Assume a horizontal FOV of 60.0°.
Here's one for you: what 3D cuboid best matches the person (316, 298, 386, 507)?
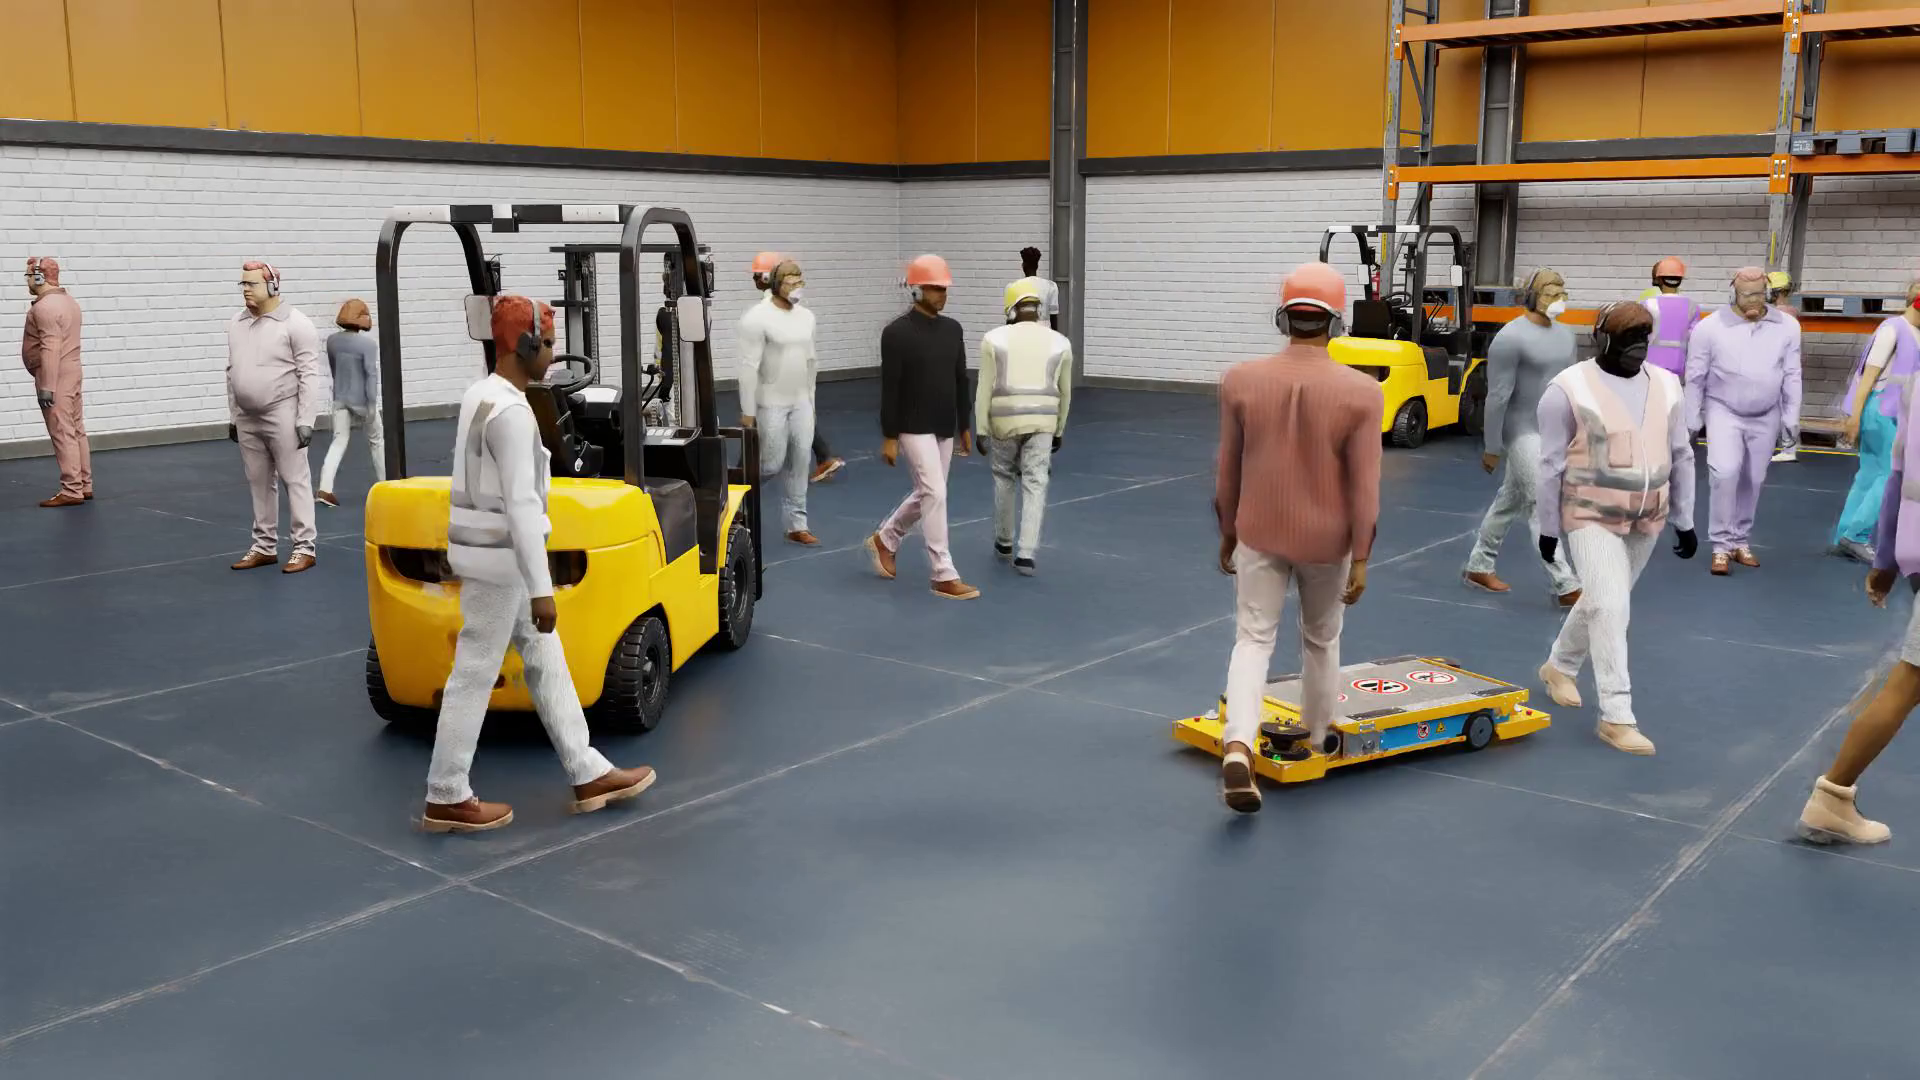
[{"bbox_3d":[-4.675,-1.060,12.817,0.501,1.592,0.834,4,11,19],"label":"person"}]

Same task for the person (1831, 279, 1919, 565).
[{"bbox_3d":[5.832,-0.743,10.473,0.510,1.805,0.602,10,14,44],"label":"person"}]

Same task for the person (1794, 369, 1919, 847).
[{"bbox_3d":[3.335,0.061,5.522,1.071,1.985,0.634,0,10,2],"label":"person"}]

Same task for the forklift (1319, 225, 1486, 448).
[{"bbox_3d":[4.449,-2.115,16.993,1.214,2.155,2.313,8,13,38],"label":"forklift"}]

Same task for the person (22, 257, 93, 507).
[{"bbox_3d":[-6.962,-1.211,12.781,0.403,1.906,0.652,-2,10,-12],"label":"person"}]

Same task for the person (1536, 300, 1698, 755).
[{"bbox_3d":[2.702,-0.098,6.940,0.635,1.805,0.940,-3,11,-14],"label":"person"}]

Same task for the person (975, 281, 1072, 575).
[{"bbox_3d":[0.378,-0.709,10.354,0.605,1.773,0.842,-1,10,-4],"label":"person"}]

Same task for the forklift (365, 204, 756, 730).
[{"bbox_3d":[-1.766,-0.406,7.525,1.214,2.155,2.313,1,10,7],"label":"forklift"}]

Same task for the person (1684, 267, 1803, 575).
[{"bbox_3d":[4.814,-0.724,10.209,0.646,1.869,0.772,1,10,5],"label":"person"}]

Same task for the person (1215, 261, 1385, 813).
[{"bbox_3d":[1.194,-0.011,5.990,0.611,1.970,0.914,4,11,20],"label":"person"}]

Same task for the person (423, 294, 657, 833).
[{"bbox_3d":[-1.467,0.091,5.722,0.899,1.839,0.624,-4,11,-21],"label":"person"}]

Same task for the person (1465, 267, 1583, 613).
[{"bbox_3d":[3.230,-0.565,9.265,0.633,1.885,1.025,-8,13,-38],"label":"person"}]

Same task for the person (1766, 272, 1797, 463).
[{"bbox_3d":[7.482,-1.591,15.346,0.676,1.734,0.555,9,14,42],"label":"person"}]

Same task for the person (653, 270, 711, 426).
[{"bbox_3d":[-2.231,-1.272,13.302,0.429,1.842,0.632,4,11,21],"label":"person"}]

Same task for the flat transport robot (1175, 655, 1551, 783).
[{"bbox_3d":[1.645,0.697,6.743,1.431,0.197,0.652,-6,12,-29],"label":"flat transport robot"}]

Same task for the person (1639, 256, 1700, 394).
[{"bbox_3d":[6.102,-1.494,14.386,0.540,1.903,0.964,-1,10,-4],"label":"person"}]

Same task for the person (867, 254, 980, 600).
[{"bbox_3d":[-0.232,-0.669,9.644,0.927,1.966,0.620,9,14,41],"label":"person"}]

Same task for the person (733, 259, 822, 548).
[{"bbox_3d":[-1.257,-0.906,11.072,0.677,1.916,0.665,8,13,37],"label":"person"}]

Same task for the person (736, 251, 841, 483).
[{"bbox_3d":[-1.496,-1.434,13.899,0.994,1.956,0.611,3,11,16],"label":"person"}]

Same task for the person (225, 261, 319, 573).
[{"bbox_3d":[-4.243,-0.748,10.210,0.637,1.911,0.406,4,11,19],"label":"person"}]

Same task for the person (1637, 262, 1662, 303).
[{"bbox_3d":[6.540,-1.677,15.543,0.429,1.844,0.627,0,10,-1],"label":"person"}]

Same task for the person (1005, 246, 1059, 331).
[{"bbox_3d":[0.765,-2.166,17.903,0.604,1.967,0.367,-3,11,-15],"label":"person"}]
